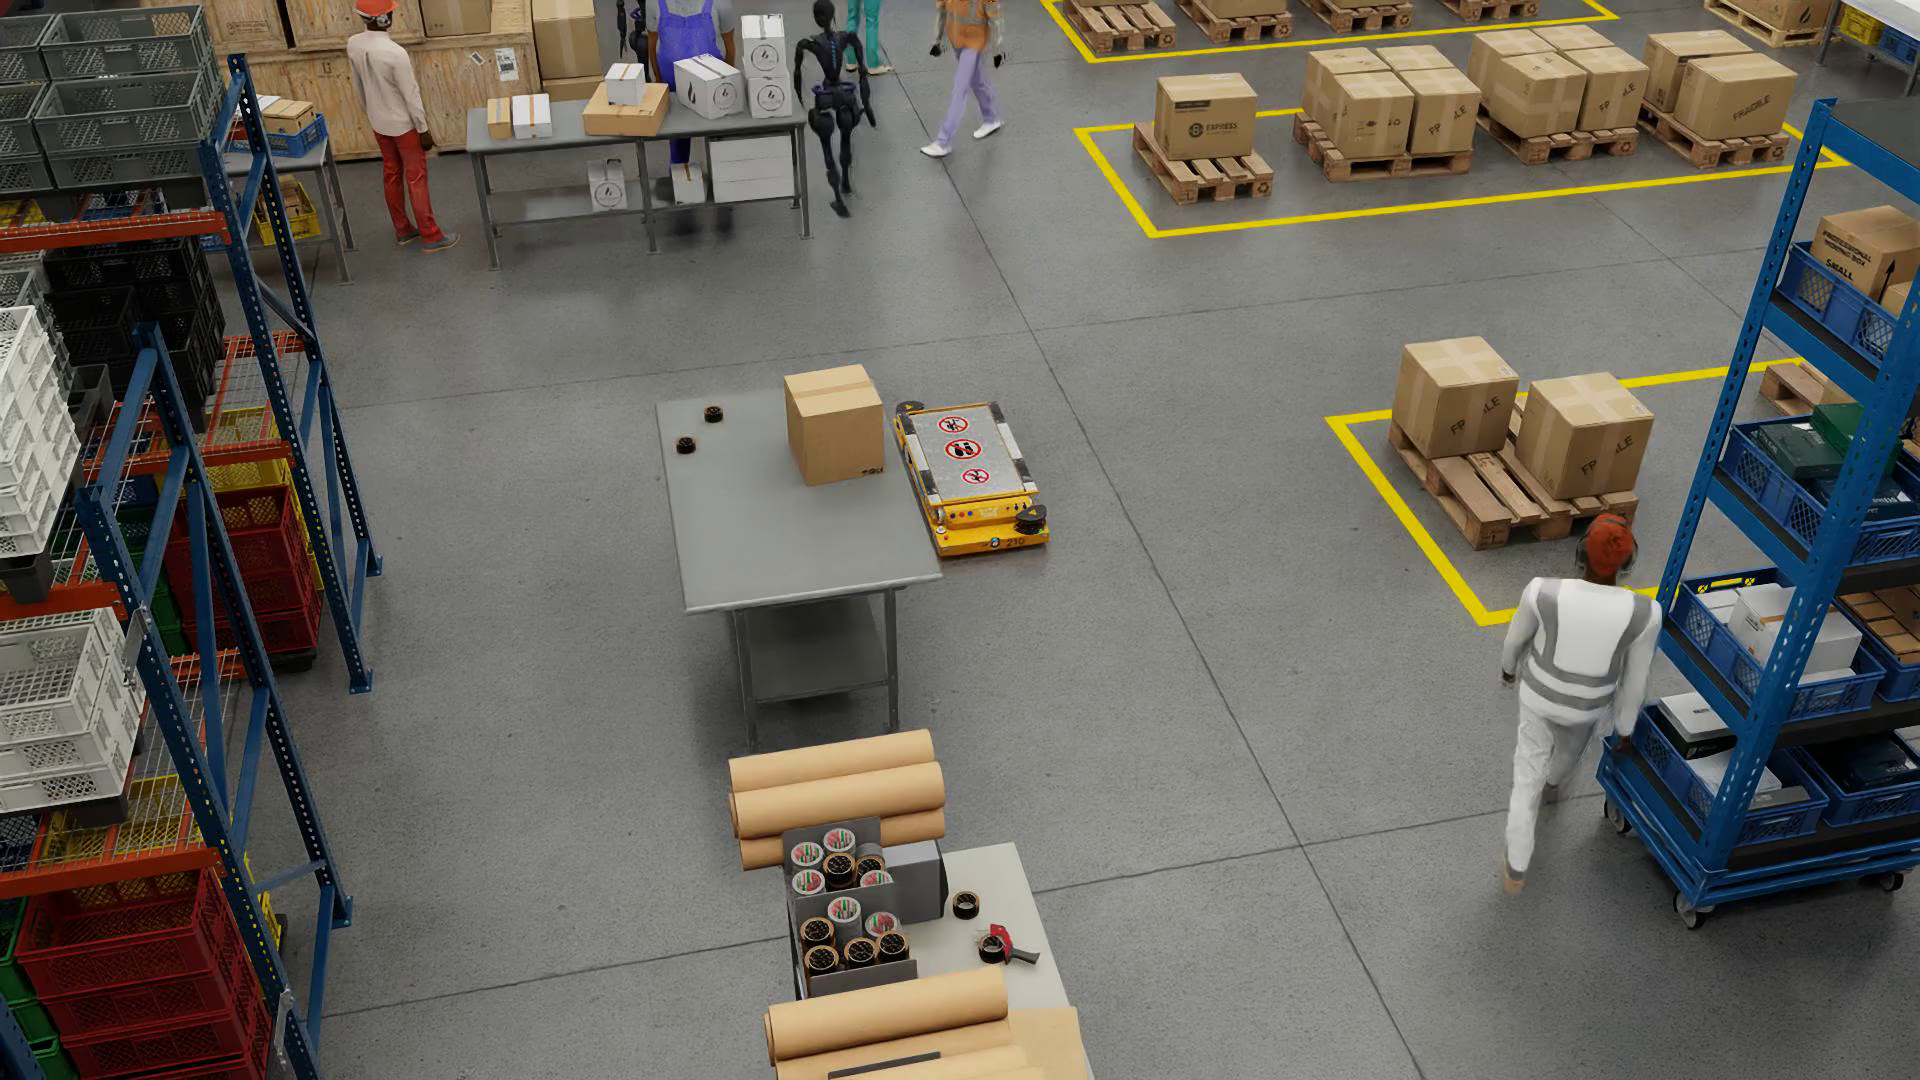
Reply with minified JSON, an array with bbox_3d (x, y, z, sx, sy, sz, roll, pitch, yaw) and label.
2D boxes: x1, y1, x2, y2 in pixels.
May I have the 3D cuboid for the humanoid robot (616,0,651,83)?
[{"bbox_3d":[-2.630,-4.308,14.159,0.582,1.651,0.313,8,37,11],"label":"humanoid robot"}]

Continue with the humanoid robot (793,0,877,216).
[{"bbox_3d":[-0.989,-3.401,12.963,0.589,1.634,0.669,-14,39,-18],"label":"humanoid robot"}]

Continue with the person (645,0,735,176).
[{"bbox_3d":[-2.073,-3.612,12.925,0.674,2.000,0.537,-1,37,-2],"label":"person"}]

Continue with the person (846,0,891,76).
[{"bbox_3d":[-0.872,-5.131,15.214,0.537,1.761,0.333,24,43,29],"label":"person"}]

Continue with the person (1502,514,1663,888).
[{"bbox_3d":[2.697,0.616,7.405,0.585,1.836,0.973,9,38,12],"label":"person"}]

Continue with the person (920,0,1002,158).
[{"bbox_3d":[0.019,-4.140,13.765,1.013,1.867,0.606,-30,46,-34],"label":"person"}]

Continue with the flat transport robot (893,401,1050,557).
[{"bbox_3d":[0.046,-0.430,10.108,0.652,0.197,1.431,-8,37,-10],"label":"flat transport robot"}]

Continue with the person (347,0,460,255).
[{"bbox_3d":[-4.135,-3.077,12.244,0.610,1.995,0.376,21,41,25],"label":"person"}]
